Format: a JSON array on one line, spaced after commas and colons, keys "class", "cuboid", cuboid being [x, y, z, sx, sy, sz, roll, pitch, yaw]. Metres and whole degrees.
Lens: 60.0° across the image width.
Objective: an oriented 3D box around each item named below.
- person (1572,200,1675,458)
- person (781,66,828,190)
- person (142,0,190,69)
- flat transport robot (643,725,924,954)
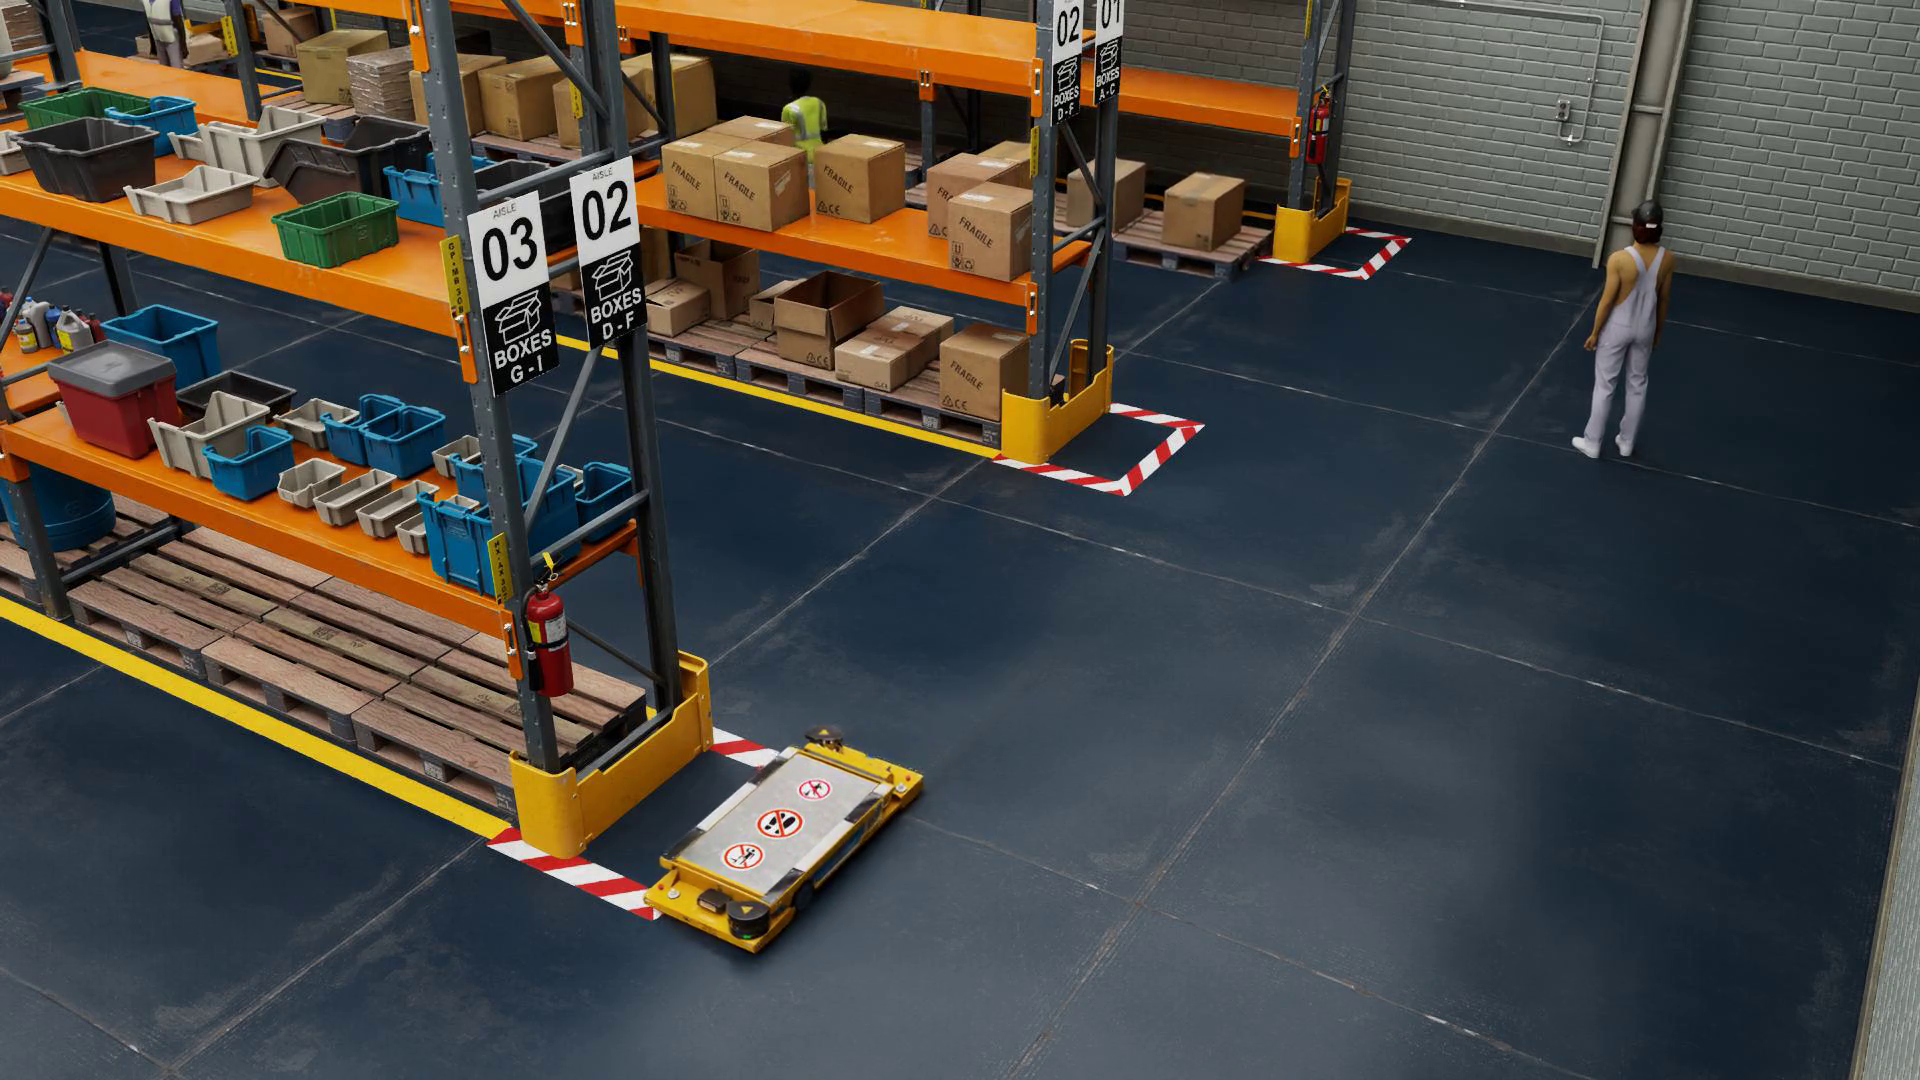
[{"class": "person", "cuboid": [4.645, -1.471, 11.636, 0.519, 1.864, 0.383, -1, 29, -2]}, {"class": "person", "cuboid": [-1.483, -3.633, 15.730, 0.866, 1.645, 0.537, 17, 34, 28]}, {"class": "person", "cuboid": [-9.264, -5.836, 19.504, 0.576, 1.829, 0.403, 14, 32, 24]}, {"class": "flat transport robot", "cuboid": [-0.829, 1.416, 8.092, 0.659, 0.231, 1.431, 16, 33, 27]}]
